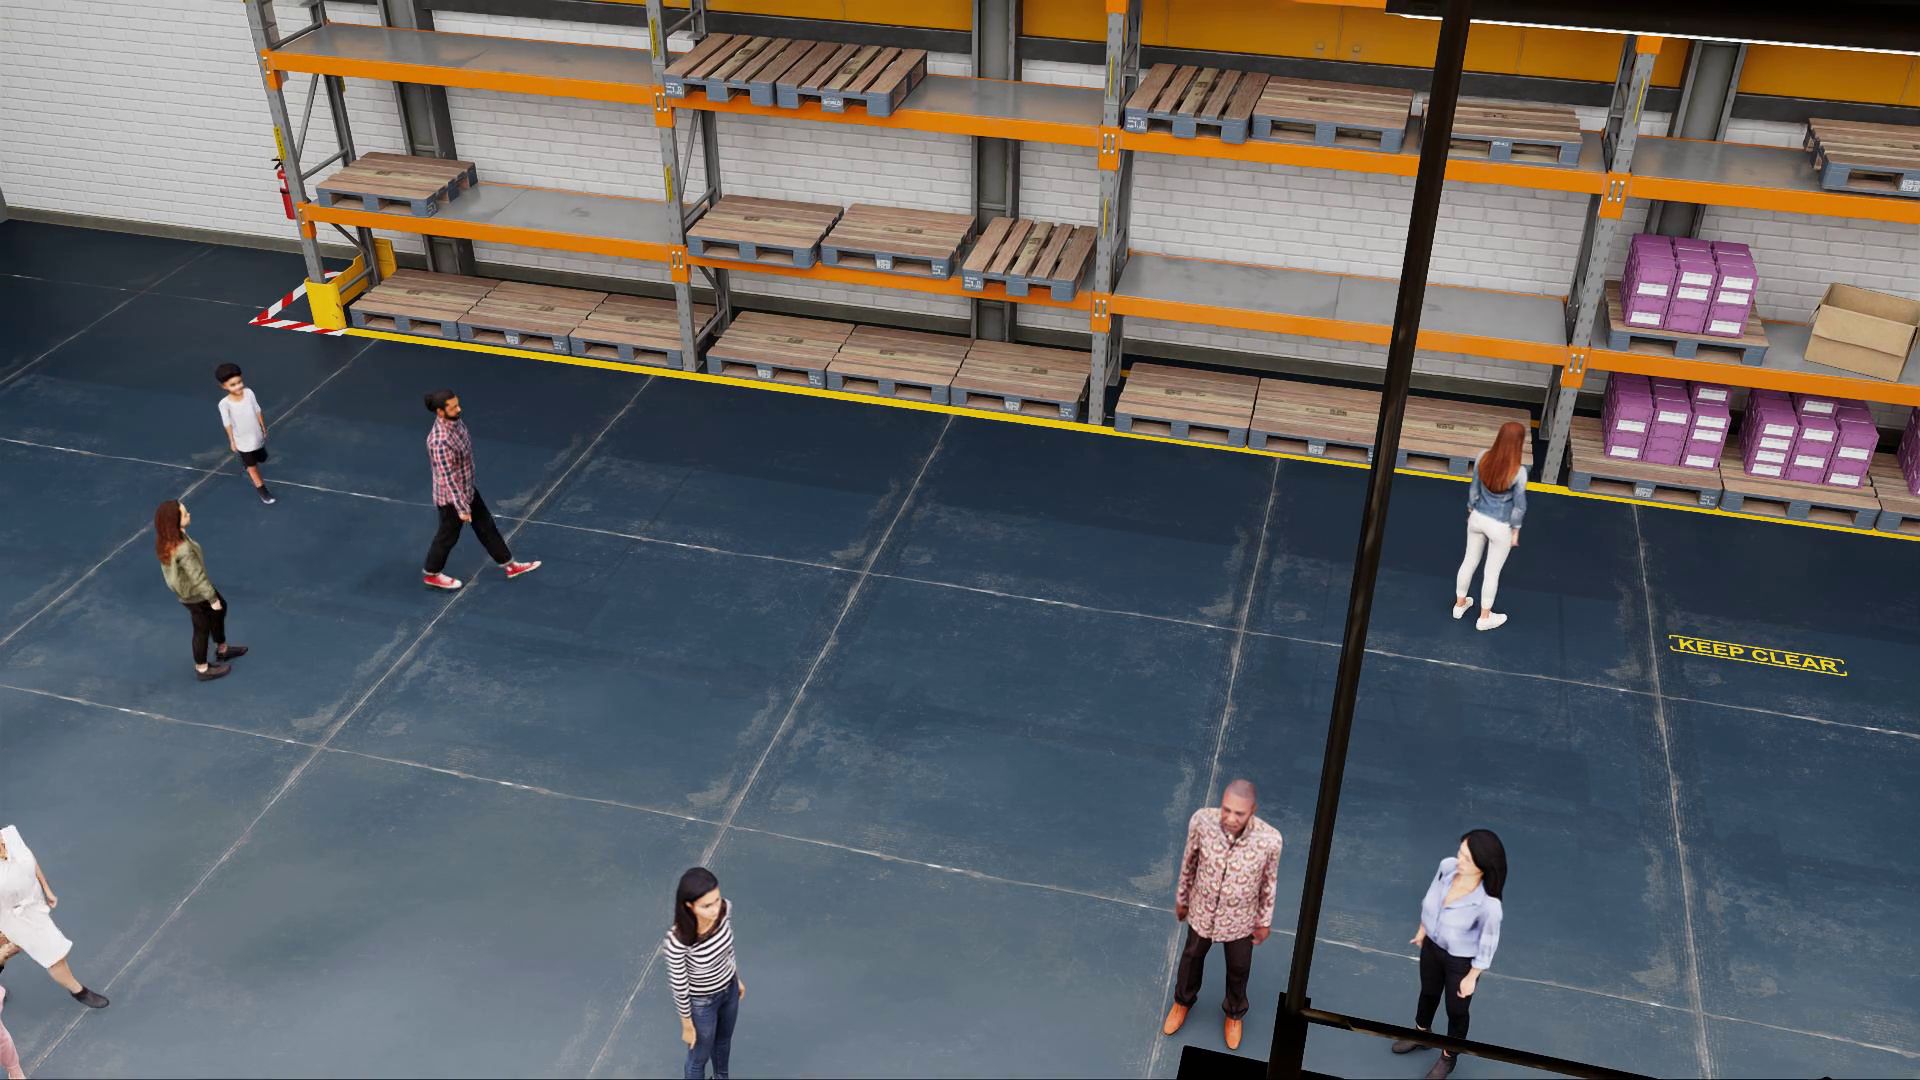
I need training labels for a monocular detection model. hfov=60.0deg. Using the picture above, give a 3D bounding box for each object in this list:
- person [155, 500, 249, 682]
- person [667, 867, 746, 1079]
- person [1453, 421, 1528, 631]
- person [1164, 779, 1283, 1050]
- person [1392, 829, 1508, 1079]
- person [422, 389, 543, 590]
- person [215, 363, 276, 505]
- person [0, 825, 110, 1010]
[{"bbox_3d":[-5.493,0.382,11.776,0.802,1.463,0.735,-22,39,-29],"label":"person"},{"bbox_3d":[-1.280,2.352,8.513,0.622,1.795,0.650,20,39,27],"label":"person"},{"bbox_3d":[3.924,-0.111,12.302,0.748,1.702,0.654,-24,40,-31],"label":"person"},{"bbox_3d":[1.436,1.993,9.041,0.533,1.808,0.747,11,35,16],"label":"person"},{"bbox_3d":[2.609,2.196,8.794,0.771,1.743,0.729,-15,36,-21],"label":"person"},{"bbox_3d":[-3.911,-0.354,12.648,1.229,1.724,0.910,0,34,1],"label":"person"},{"bbox_3d":[-6.009,-0.924,13.935,0.818,1.249,0.679,27,42,35],"label":"person"},{"bbox_3d":[-5.269,2.052,9.211,1.009,1.522,0.651,2,34,3],"label":"person"}]
